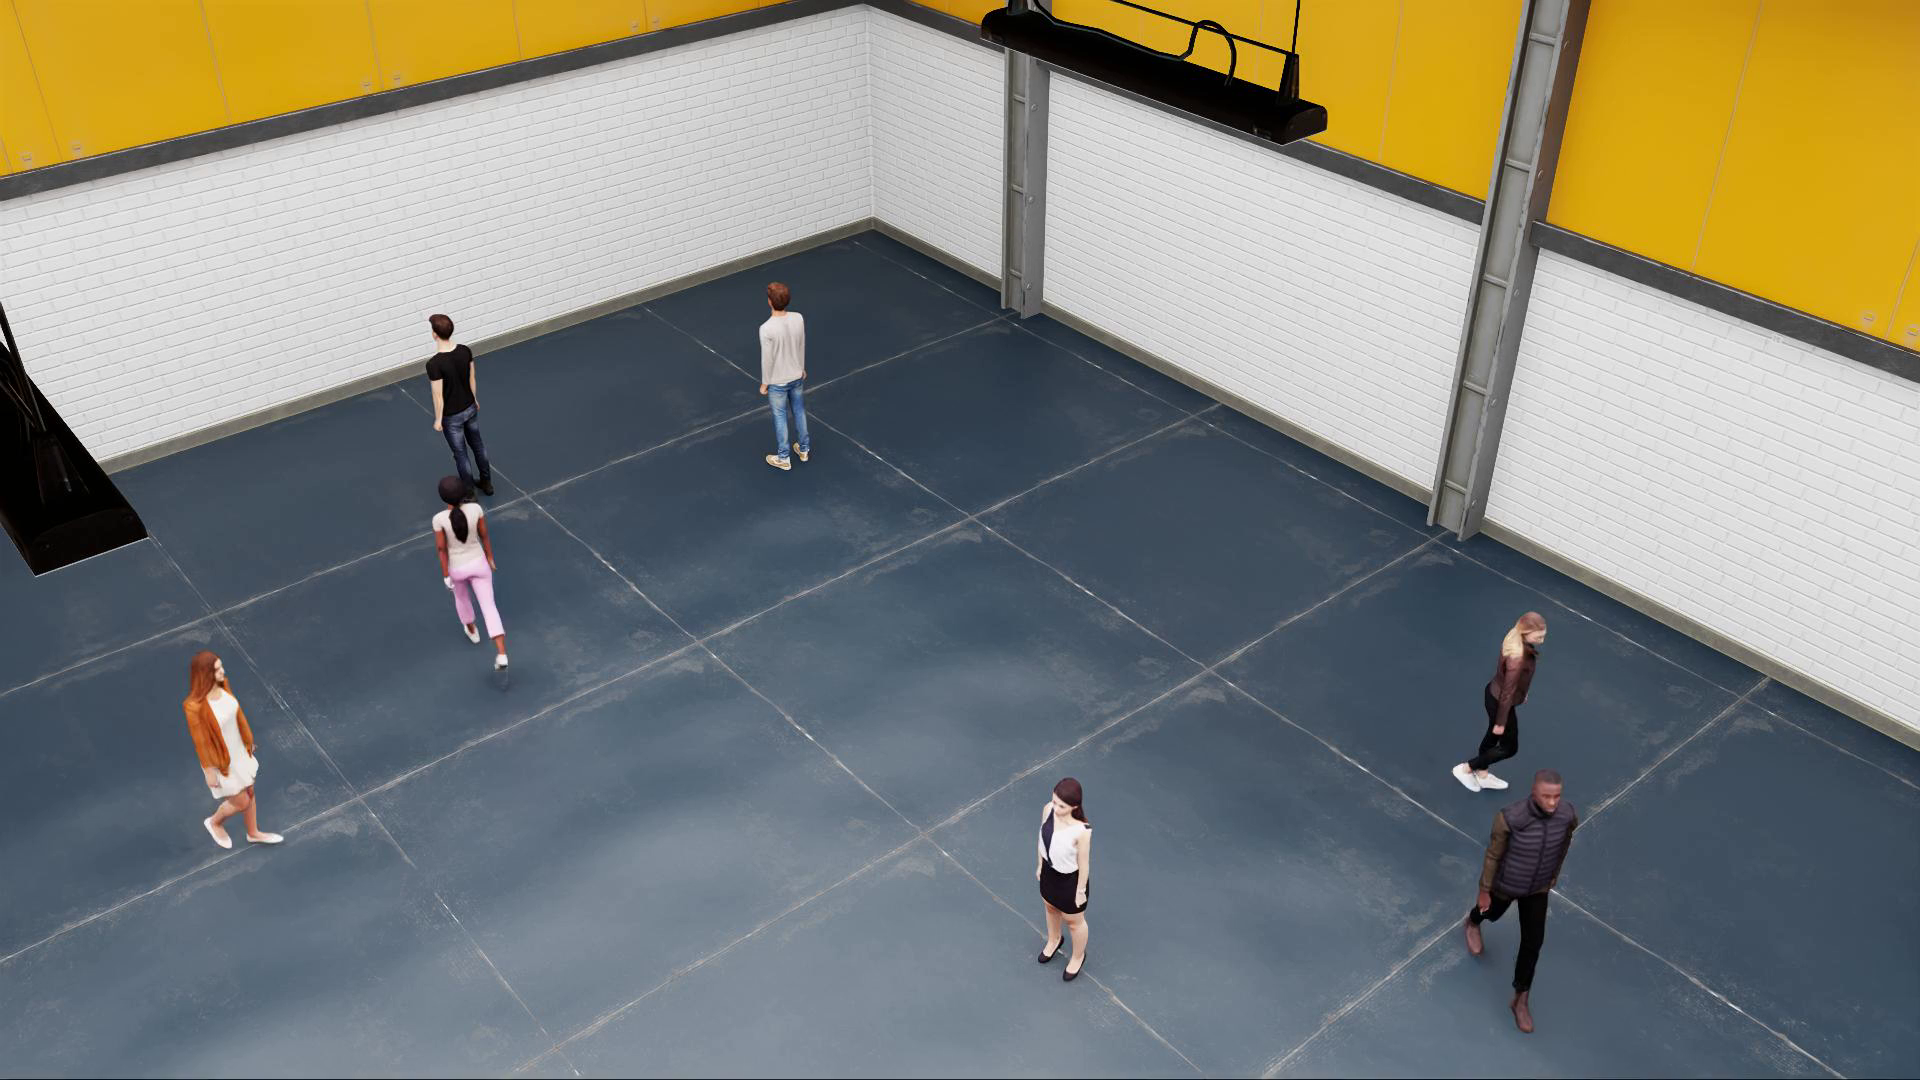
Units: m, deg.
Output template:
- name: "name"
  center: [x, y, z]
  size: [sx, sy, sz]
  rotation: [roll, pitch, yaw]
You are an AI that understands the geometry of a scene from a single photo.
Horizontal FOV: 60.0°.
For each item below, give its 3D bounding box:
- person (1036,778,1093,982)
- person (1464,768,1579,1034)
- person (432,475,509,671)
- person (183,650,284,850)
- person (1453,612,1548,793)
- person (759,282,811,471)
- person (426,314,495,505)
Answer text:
- name: "person"
  center: [0.662, 2.130, 10.510]
  size: [0.615, 1.646, 0.466]
  rotation: [-28, 43, -35]
- name: "person"
  center: [3.472, 2.093, 10.434]
  size: [1.156, 1.791, 1.306]
  rotation: [-2, 34, -3]
- name: "person"
  center: [-3.883, 0.280, 13.235]
  size: [0.724, 1.709, 1.184]
  rotation: [-17, 37, -24]
- name: "person"
  center: [-5.127, 1.473, 11.443]
  size: [0.888, 1.707, 0.822]
  rotation: [7, 34, 10]
- name: "person"
  center: [3.817, 1.161, 11.932]
  size: [0.836, 1.686, 0.788]
  rotation: [7, 34, 10]
- name: "person"
  center: [-1.664, -1.558, 15.824]
  size: [0.654, 1.905, 0.568]
  rotation: [-24, 40, -31]
- name: "person"
  center: [-4.610, -1.199, 15.291]
  size: [0.690, 1.897, 0.731]
  rotation: [19, 38, 26]
